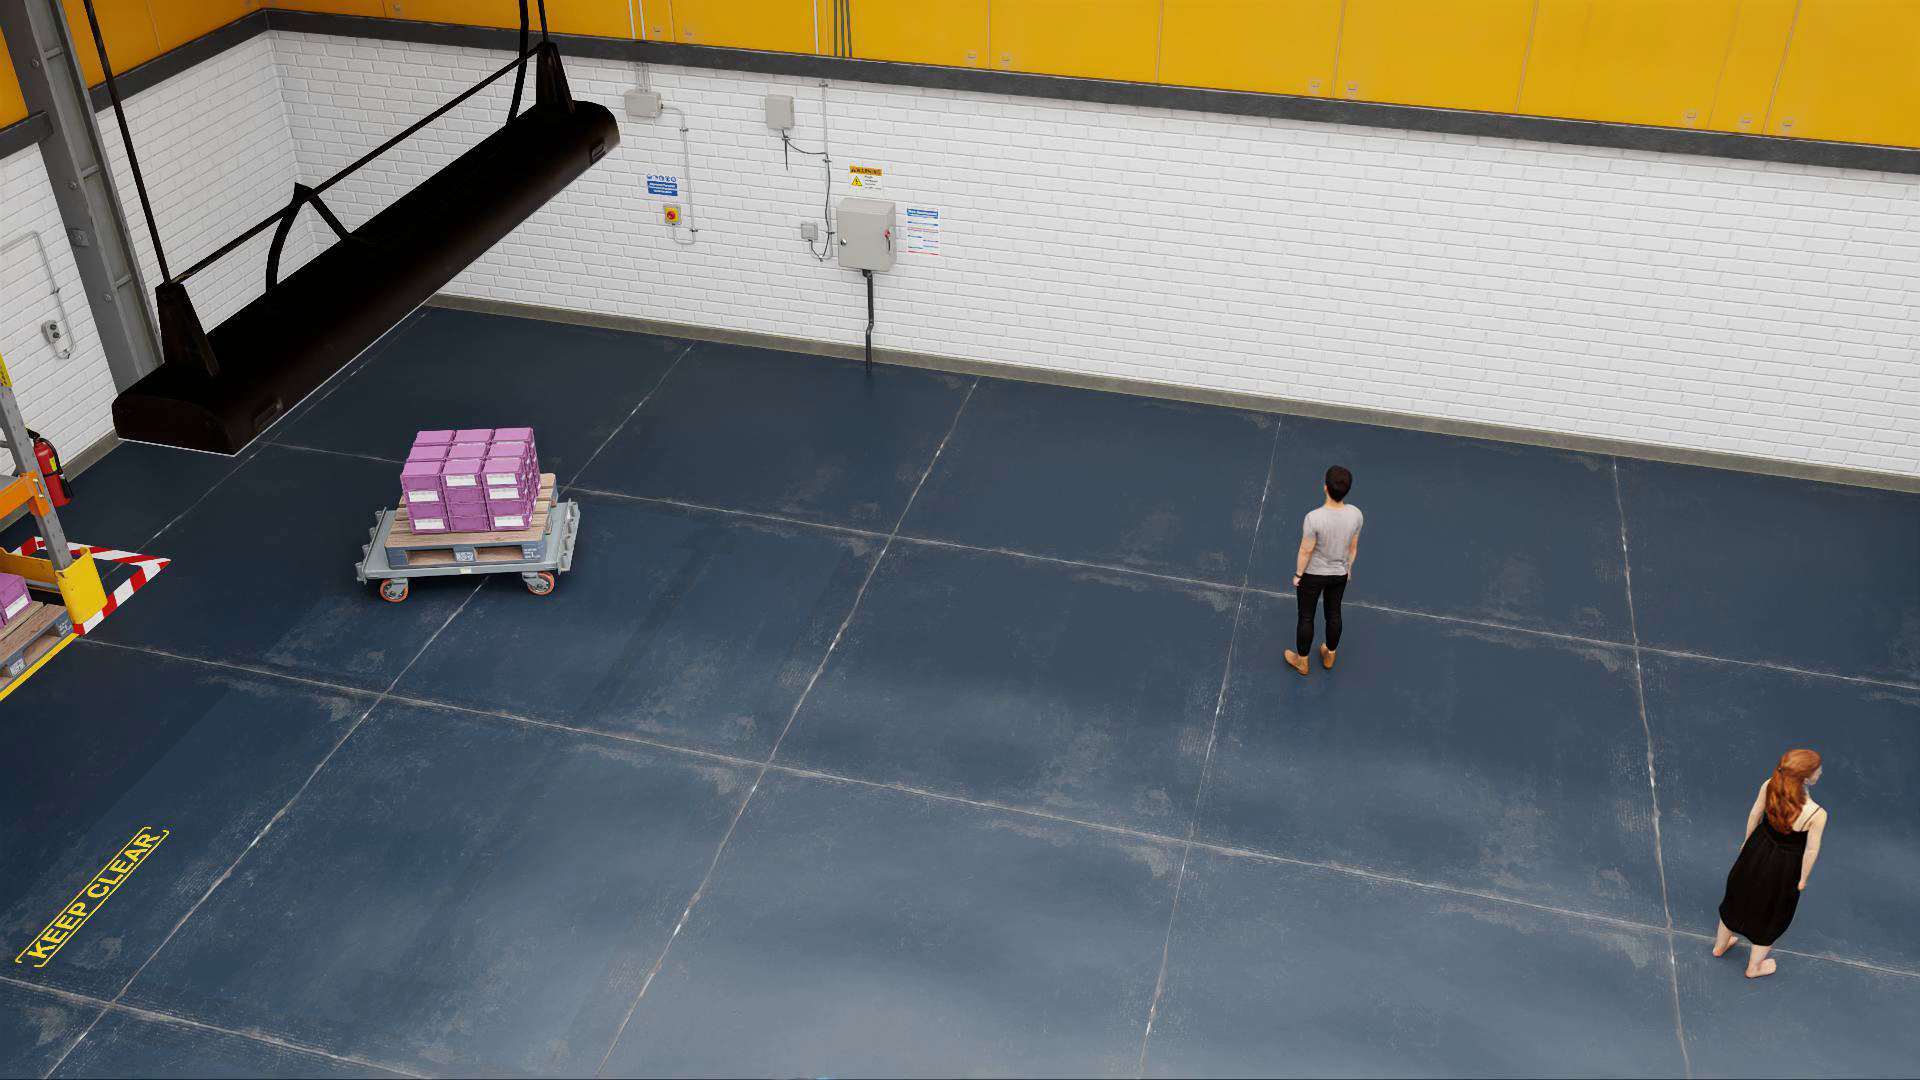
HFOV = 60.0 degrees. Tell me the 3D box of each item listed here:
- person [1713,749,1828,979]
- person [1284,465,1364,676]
[{"bbox_3d":[4.720,1.869,9.675,0.723,1.626,0.671,-21,39,-28],"label":"person"},{"bbox_3d":[2.647,0.215,12.075,0.685,1.724,0.678,-7,34,-10],"label":"person"}]
